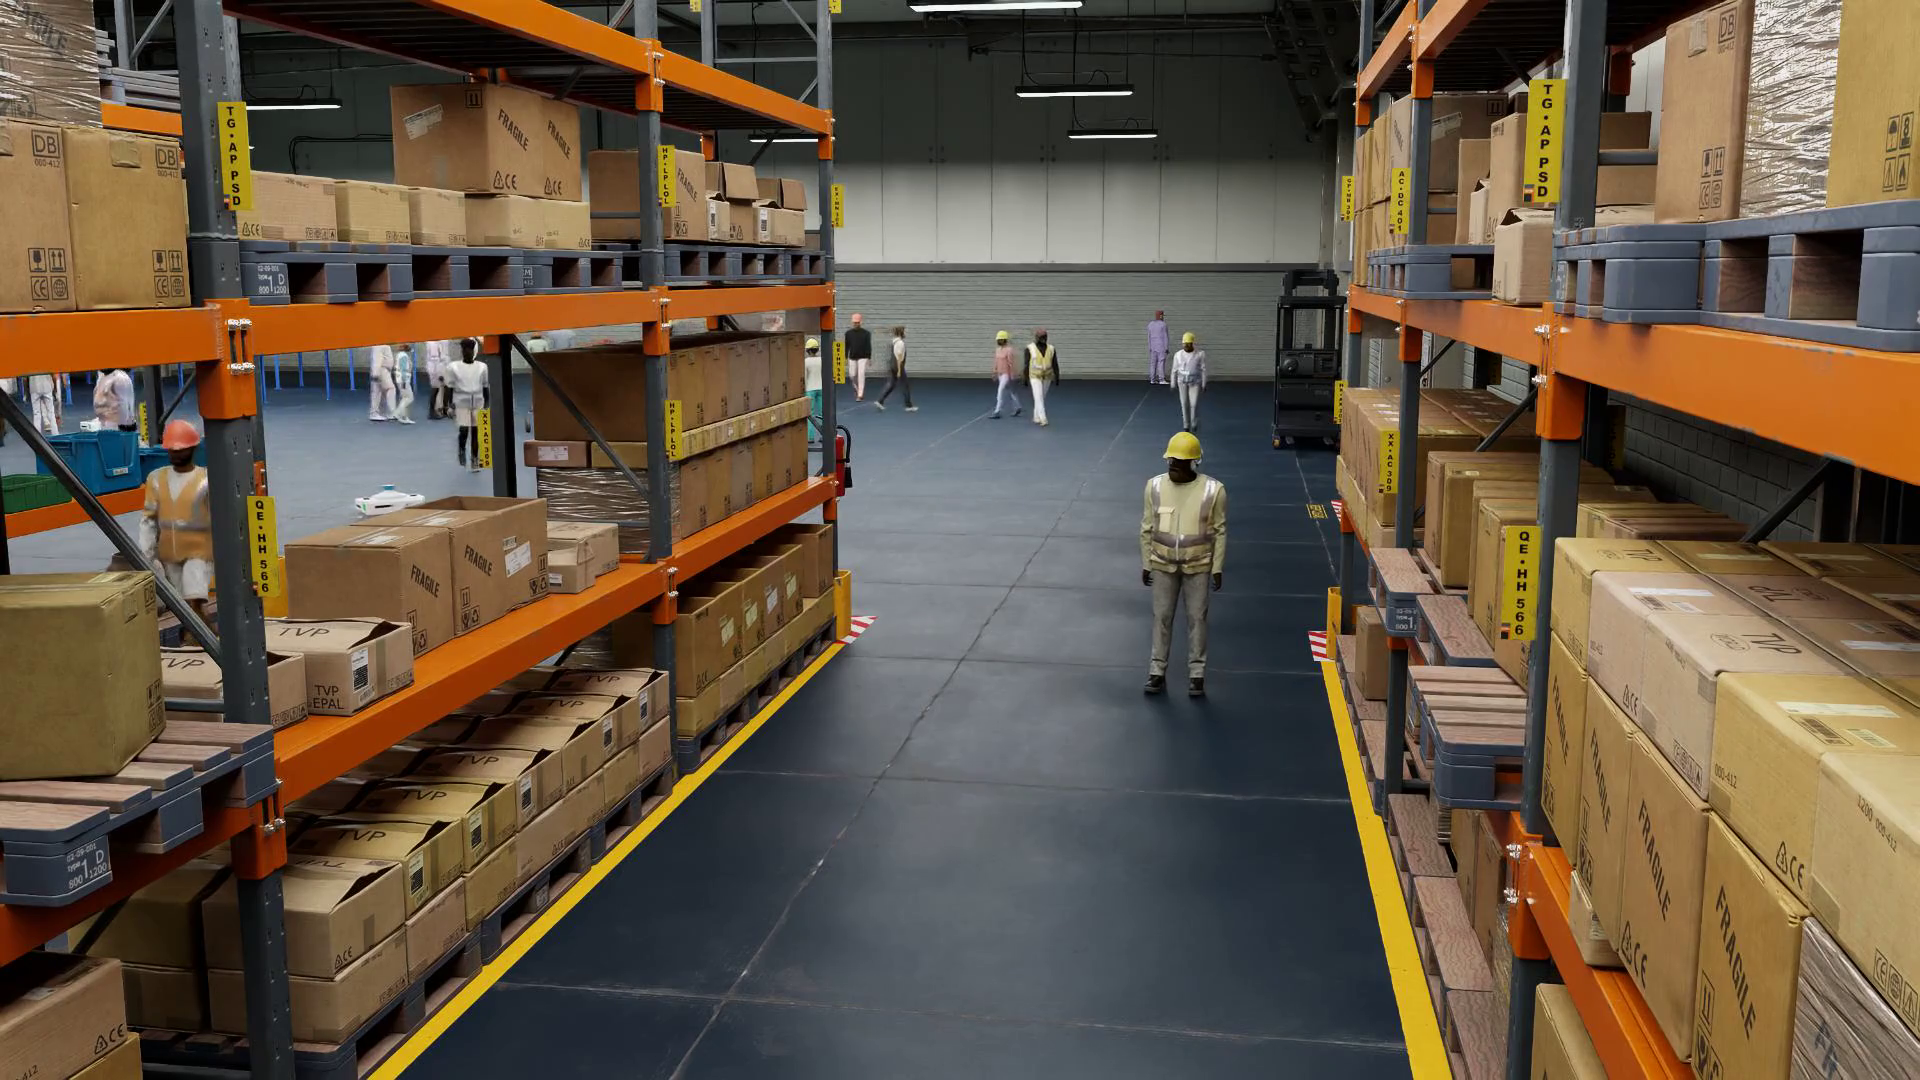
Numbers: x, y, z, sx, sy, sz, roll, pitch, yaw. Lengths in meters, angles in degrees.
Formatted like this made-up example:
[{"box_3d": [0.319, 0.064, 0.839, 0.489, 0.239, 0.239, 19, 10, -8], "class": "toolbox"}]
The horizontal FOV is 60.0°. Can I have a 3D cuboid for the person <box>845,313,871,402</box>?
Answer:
[{"box_3d": [-2.287, -4.121, 37.454, 0.622, 1.978, 0.639, 2, 9, 11], "class": "person"}]

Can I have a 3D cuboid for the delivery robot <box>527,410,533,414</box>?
[{"box_3d": [-7.738, -2.432, 30.431, 0.335, 0.223, 0.698, -4, 10, -22], "class": "delivery robot"}]

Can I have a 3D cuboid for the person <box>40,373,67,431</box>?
[{"box_3d": [-16.764, -3.002, 30.529, 0.630, 1.972, 0.622, -4, 10, -25], "class": "person"}]

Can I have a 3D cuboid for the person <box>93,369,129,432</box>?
[{"box_3d": [-11.482, -1.646, 22.617, 0.605, 1.830, 0.640, -9, 13, -43], "class": "person"}]

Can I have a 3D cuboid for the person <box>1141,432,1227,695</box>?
[{"box_3d": [1.533, 0.162, 11.471, 0.591, 1.829, 0.404, 3, 10, 18], "class": "person"}]

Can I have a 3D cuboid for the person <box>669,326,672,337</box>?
[{"box_3d": [-5.694, -3.358, 33.007, 0.912, 1.888, 0.590, -9, 13, -43], "class": "person"}]

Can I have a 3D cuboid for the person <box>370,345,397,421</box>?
[{"box_3d": [-11.152, -3.251, 32.387, 0.803, 1.869, 0.680, -3, 10, -19], "class": "person"}]

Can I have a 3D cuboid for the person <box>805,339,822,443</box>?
[{"box_3d": [-2.490, -2.528, 28.250, 0.523, 1.769, 0.319, -7, 12, -37], "class": "person"}]

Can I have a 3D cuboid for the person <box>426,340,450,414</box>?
[{"box_3d": [-10.641, -3.506, 33.866, 0.709, 1.900, 0.769, 7, 12, 38], "class": "person"}]

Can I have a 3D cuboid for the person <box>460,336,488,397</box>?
[{"box_3d": [-9.224, -3.206, 31.719, 0.624, 2.000, 0.734, 7, 12, 38], "class": "person"}]

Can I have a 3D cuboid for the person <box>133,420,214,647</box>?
[{"box_3d": [-5.430, 0.112, 11.608, 0.556, 1.889, 0.958, 1, 9, 8], "class": "person"}]

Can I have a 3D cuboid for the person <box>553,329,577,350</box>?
[{"box_3d": [-9.008, -4.150, 37.853, 0.618, 1.902, 0.961, 3, 10, 16], "class": "person"}]

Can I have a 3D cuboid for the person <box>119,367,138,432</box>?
[{"box_3d": [-12.701, -1.994, 25.283, 0.358, 1.670, 0.550, -4, 10, -25], "class": "person"}]

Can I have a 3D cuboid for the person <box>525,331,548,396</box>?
[{"box_3d": [-9.742, -4.072, 38.318, 0.513, 1.590, 0.846, -7, 12, -37], "class": "person"}]

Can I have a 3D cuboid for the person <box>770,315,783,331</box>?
[{"box_3d": [-4.442, -4.469, 39.905, 0.886, 1.879, 0.654, 0, 9, -2], "class": "person"}]

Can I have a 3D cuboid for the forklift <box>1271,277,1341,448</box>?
[{"box_3d": [5.847, -3.016, 27.970, 1.129, 2.768, 1.873, 1, 9, 9], "class": "forklift"}]

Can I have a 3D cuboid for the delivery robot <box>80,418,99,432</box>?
[{"box_3d": [-14.380, -1.905, 27.979, 0.477, 0.478, 0.707, 7, 11, 36], "class": "delivery robot"}]

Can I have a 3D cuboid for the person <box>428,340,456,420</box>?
[{"box_3d": [-10.195, -3.324, 32.716, 0.670, 1.903, 0.558, 0, 9, 0], "class": "person"}]

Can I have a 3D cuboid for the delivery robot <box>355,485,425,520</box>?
[{"box_3d": [-6.349, -0.375, 18.541, 0.707, 0.478, 0.477, -6, 11, -34], "class": "delivery robot"}]

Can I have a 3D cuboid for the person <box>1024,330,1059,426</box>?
[{"box_3d": [1.547, -3.087, 31.631, 0.640, 1.795, 0.982, -3, 10, -18], "class": "person"}]

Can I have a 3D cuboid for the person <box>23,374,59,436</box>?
[{"box_3d": [-14.938, -2.378, 27.012, 0.521, 1.871, 0.334, -6, 11, -31], "class": "person"}]

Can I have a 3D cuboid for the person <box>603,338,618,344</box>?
[{"box_3d": [-5.528, -2.247, 26.201, 0.422, 1.870, 0.606, -2, 9, -12], "class": "person"}]

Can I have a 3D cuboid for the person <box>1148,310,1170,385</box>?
[{"box_3d": [5.124, -4.945, 42.728, 0.411, 1.909, 0.643, -8, 12, -42], "class": "person"}]

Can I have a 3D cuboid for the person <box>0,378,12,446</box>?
[{"box_3d": [-16.054, -2.498, 27.660, 0.585, 1.897, 0.430, 0, 9, 3], "class": "person"}]

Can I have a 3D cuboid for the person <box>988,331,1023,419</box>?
[{"box_3d": [0.922, -3.304, 33.159, 0.863, 1.735, 0.536, -6, 11, -32], "class": "person"}]

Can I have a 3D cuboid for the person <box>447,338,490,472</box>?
[{"box_3d": [-7.158, -1.976, 24.258, 0.633, 1.952, 0.453, -6, 11, -32], "class": "person"}]

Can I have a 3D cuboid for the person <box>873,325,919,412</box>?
[{"box_3d": [-1.349, -3.554, 34.483, 0.930, 1.813, 0.528, -4, 10, -25], "class": "person"}]

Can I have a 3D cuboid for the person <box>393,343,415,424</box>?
[{"box_3d": [-10.558, -3.008, 31.632, 0.344, 1.620, 0.542, -4, 10, -21], "class": "person"}]

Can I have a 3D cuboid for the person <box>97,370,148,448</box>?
[{"box_3d": [-12.432, -1.959, 24.610, 0.527, 1.822, 0.877, 8, 12, 41], "class": "person"}]

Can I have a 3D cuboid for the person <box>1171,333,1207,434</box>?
[{"box_3d": [4.049, -2.777, 29.634, 0.632, 1.812, 0.589, 4, 10, 22], "class": "person"}]
